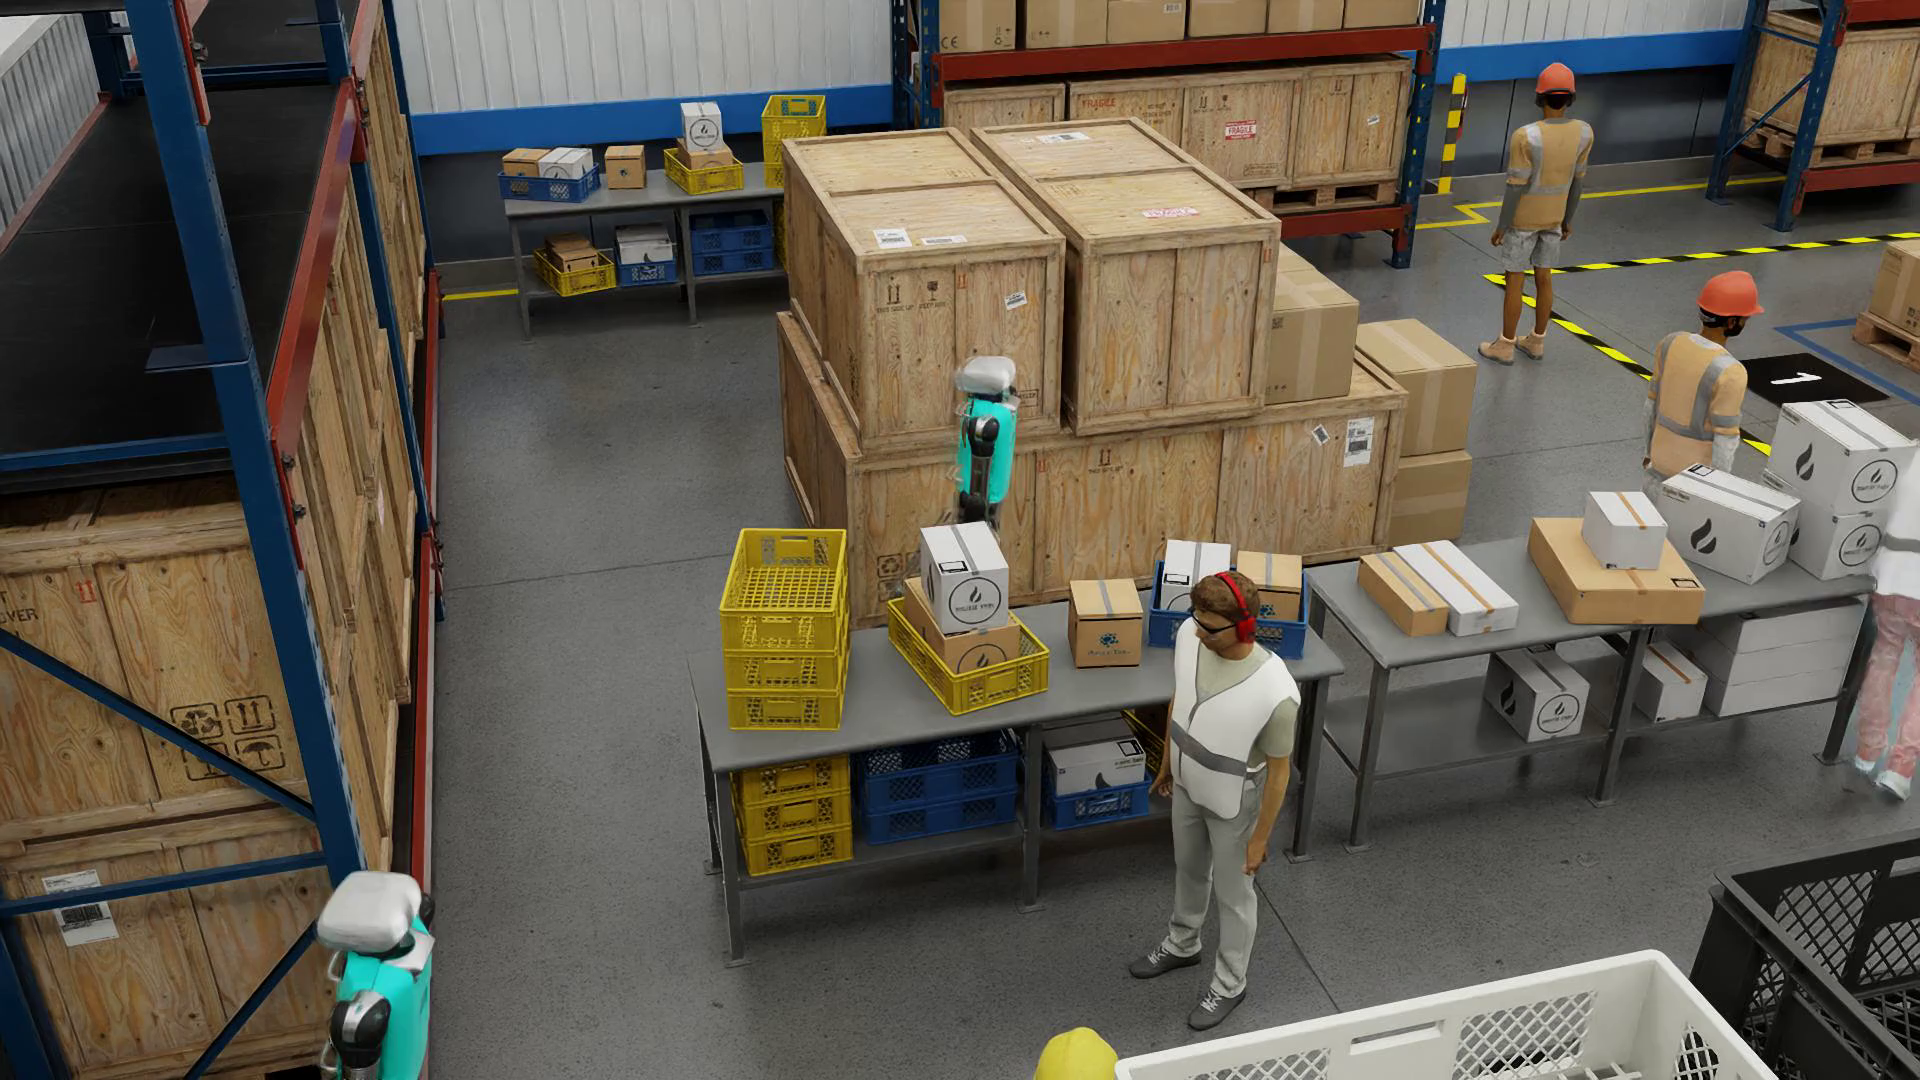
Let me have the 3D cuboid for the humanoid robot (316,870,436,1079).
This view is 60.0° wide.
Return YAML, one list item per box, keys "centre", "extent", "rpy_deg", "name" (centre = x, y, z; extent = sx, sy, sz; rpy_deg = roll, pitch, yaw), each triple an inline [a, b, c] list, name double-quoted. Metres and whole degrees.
- centre: [-1.765, 1.675, 4.591]
  extent: [0.815, 1.800, 0.541]
  rpy_deg: [0, 29, 0]
  name: "humanoid robot"

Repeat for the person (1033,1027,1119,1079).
- centre: [0.260, 1.897, 4.120]
  extent: [0.531, 1.768, 0.309]
  rpy_deg: [4, 29, 8]
  name: "person"

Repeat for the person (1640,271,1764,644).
- centre: [3.541, -0.380, 8.077]
  extent: [0.354, 1.936, 0.550]
  rpy_deg: [-9, 30, -16]
  name: "person"

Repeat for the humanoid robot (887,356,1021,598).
- centre: [-0.135, 0.033, 7.640]
  extent: [0.797, 1.877, 0.555]
  rpy_deg: [6, 29, 11]
  name: "humanoid robot"

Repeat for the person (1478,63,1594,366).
- centre: [3.878, -2.182, 11.241]
  extent: [0.615, 2.040, 0.370]
  rpy_deg: [-10, 30, -17]
  name: "person"

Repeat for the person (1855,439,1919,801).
- centre: [4.058, 0.219, 7.051]
  extent: [0.632, 1.901, 0.557]
  rpy_deg: [20, 35, 32]
  name: "person"

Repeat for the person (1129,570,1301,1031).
- centre: [0.916, 0.901, 5.853]
  extent: [0.389, 1.837, 0.562]
  rpy_deg: [-17, 33, -29]
  name: "person"
